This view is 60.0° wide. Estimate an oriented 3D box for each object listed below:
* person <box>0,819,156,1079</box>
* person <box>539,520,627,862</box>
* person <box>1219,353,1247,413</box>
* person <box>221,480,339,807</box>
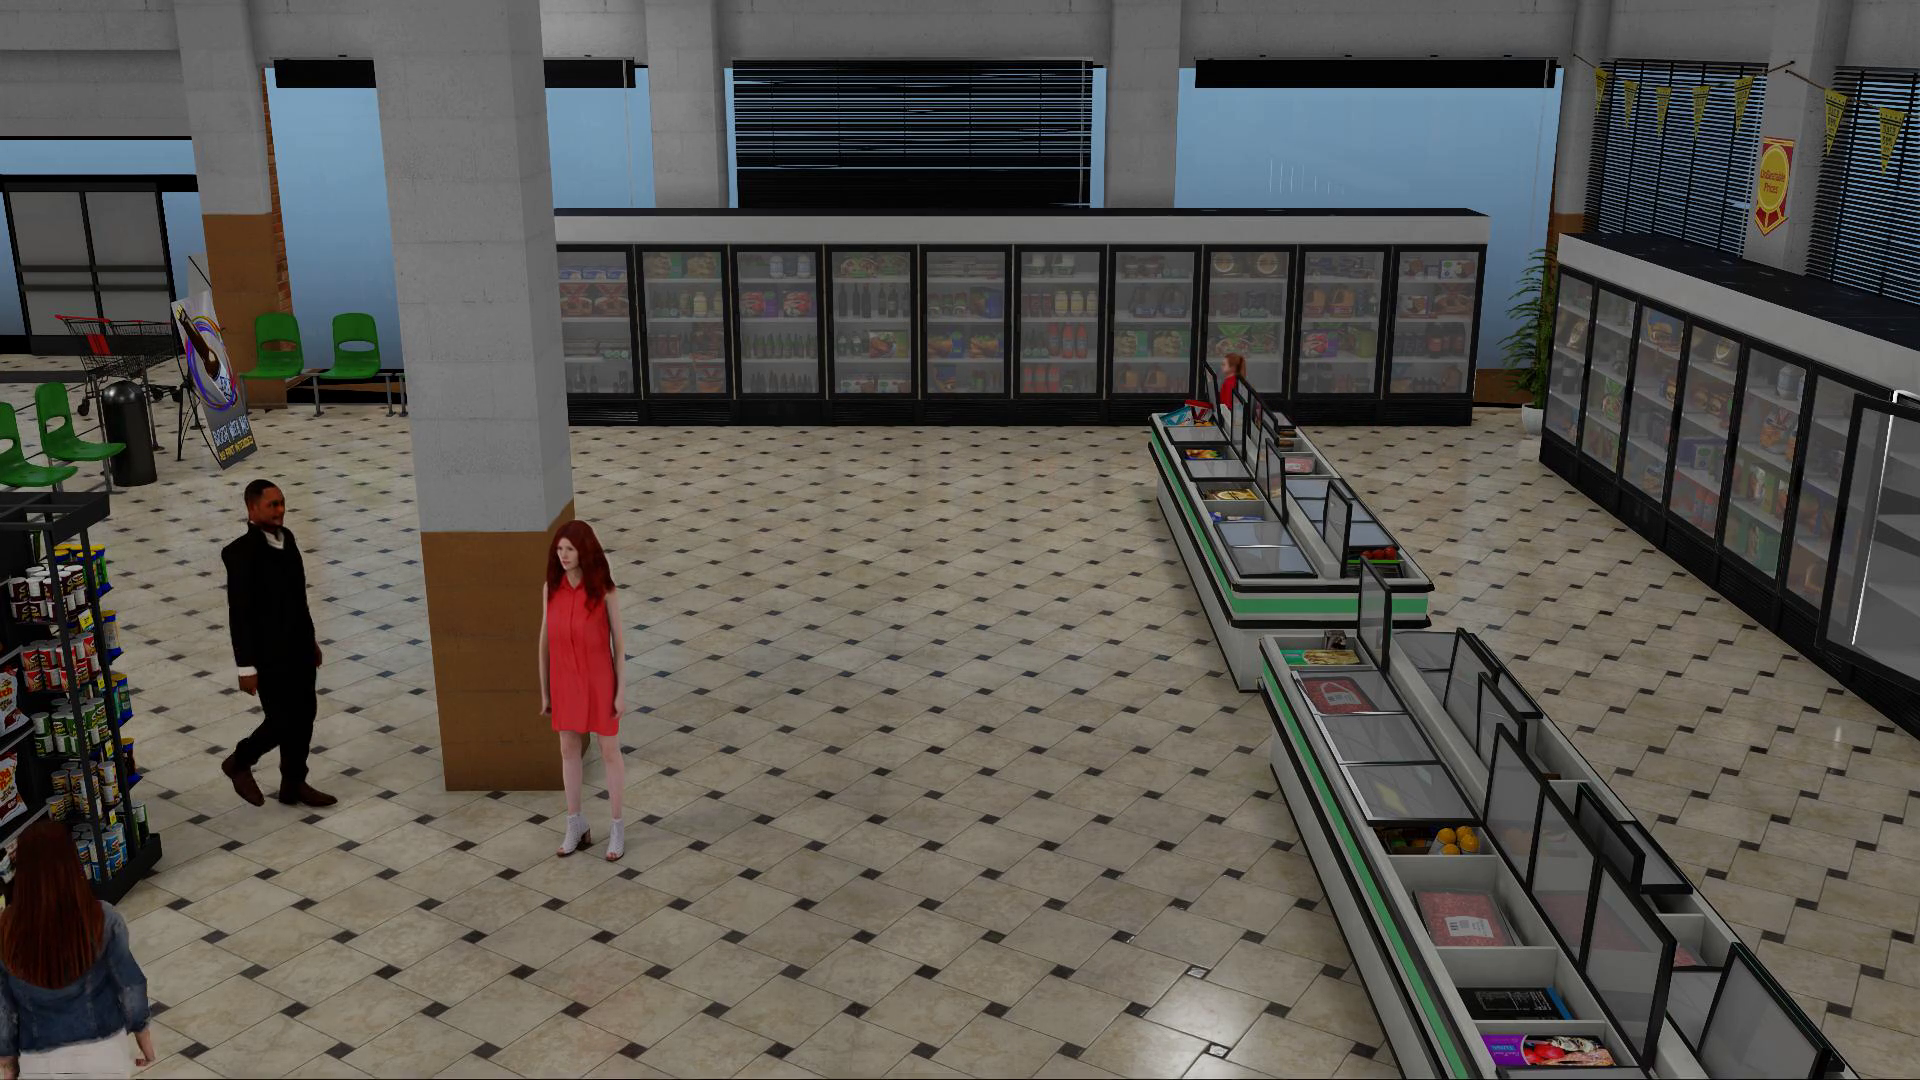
[{"bbox_3d":[-2.967,1.777,5.536,0.702,1.688,0.704,-4,17,-14],"label":"person"},{"bbox_3d":[-1.937,0.775,8.597,0.638,1.828,0.563,3,17,10],"label":"person"},{"bbox_3d":[2.629,-1.143,15.881,0.590,1.264,0.730,3,17,8],"label":"person"},{"bbox_3d":[-3.810,0.588,9.104,0.851,1.891,0.838,4,17,11],"label":"person"}]
